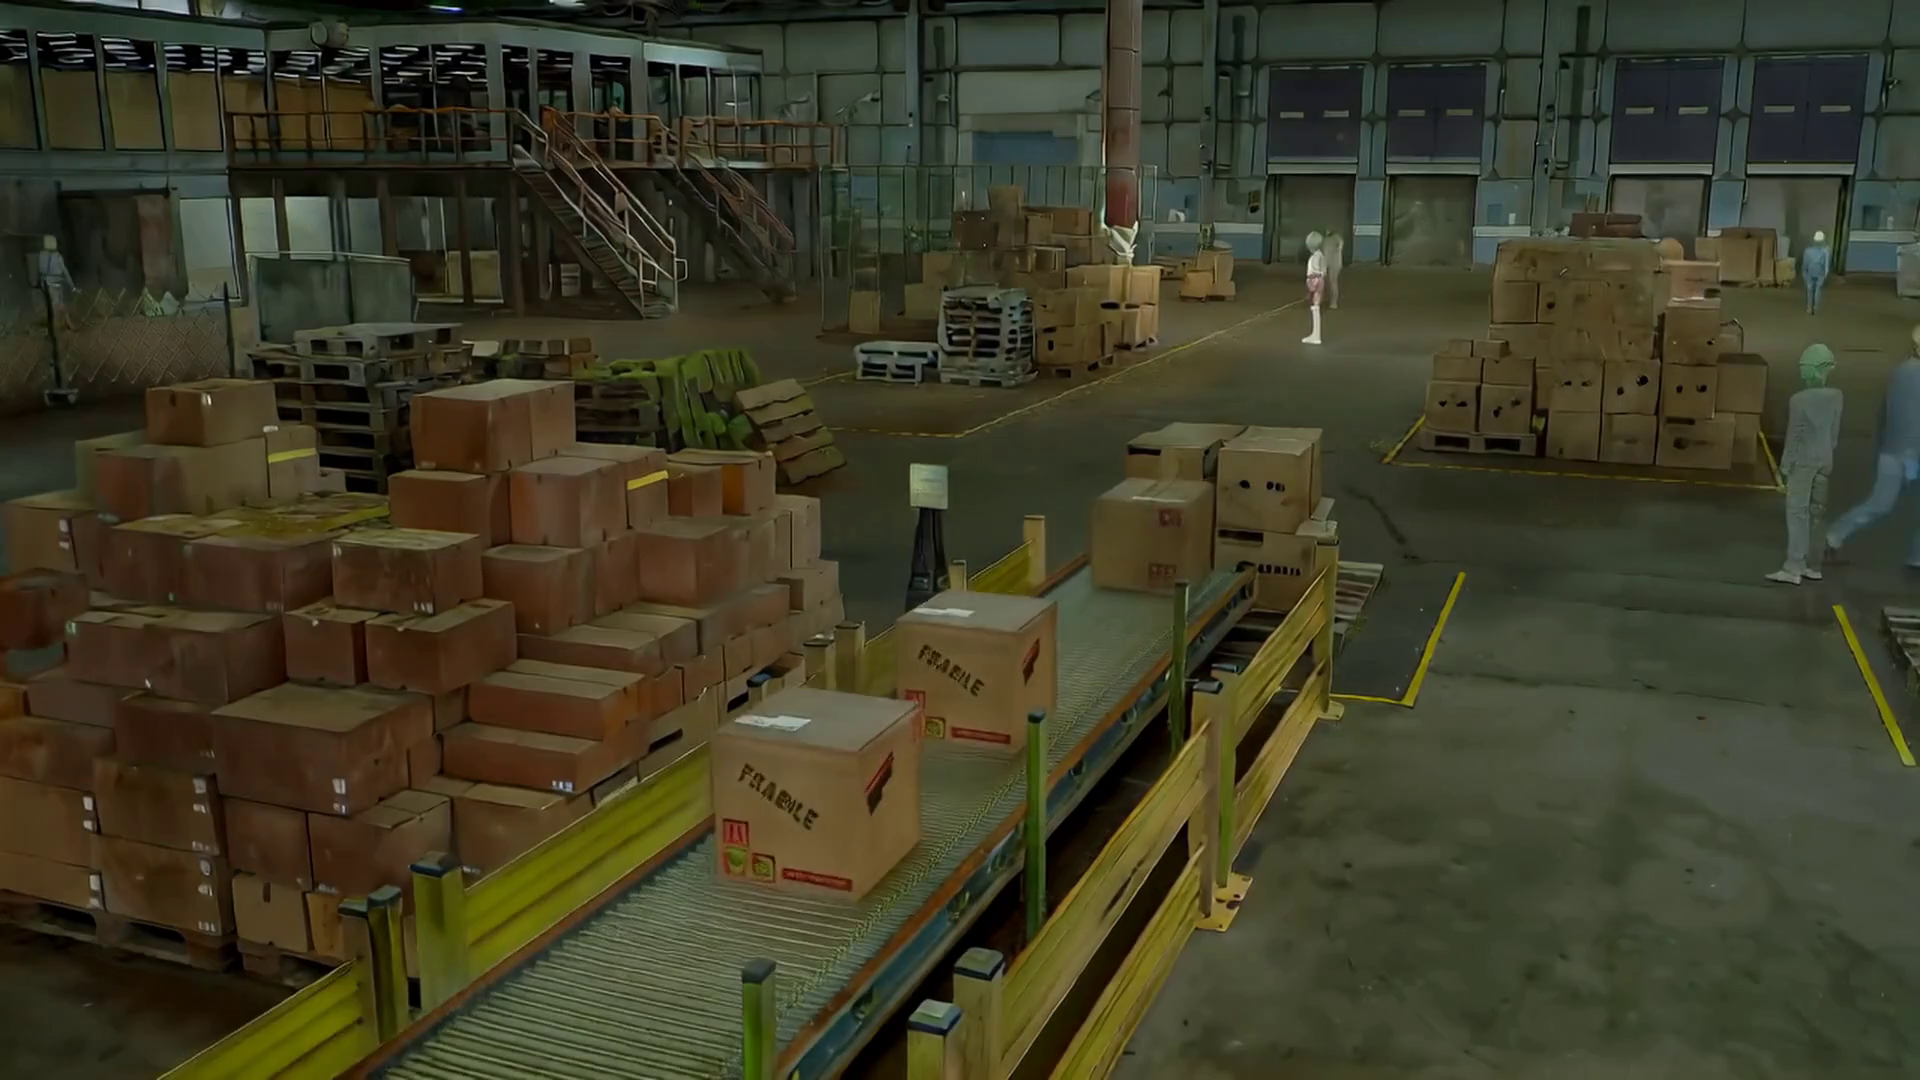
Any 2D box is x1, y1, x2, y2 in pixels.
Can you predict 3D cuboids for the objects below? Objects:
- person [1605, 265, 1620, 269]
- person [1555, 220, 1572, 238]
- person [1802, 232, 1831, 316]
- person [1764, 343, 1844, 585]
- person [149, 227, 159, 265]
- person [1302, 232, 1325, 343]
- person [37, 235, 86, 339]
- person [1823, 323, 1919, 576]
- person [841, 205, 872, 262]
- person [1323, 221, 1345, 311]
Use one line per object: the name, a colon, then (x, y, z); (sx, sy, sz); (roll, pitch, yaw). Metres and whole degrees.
person: (7.715, -2.312, 19.809); (1.010, 1.892, 0.544); (5, 14, 21)
person: (14.126, -6.591, 39.127); (0.443, 1.826, 0.634); (-1, 13, -3)
person: (17.887, -5.569, 34.770); (0.491, 1.724, 0.657); (7, 15, 30)
person: (6.205, -0.555, 12.197); (0.531, 1.768, 0.311); (-6, 14, -25)
person: (-20.446, -7.182, 42.244); (0.502, 1.615, 0.560); (2, 13, 7)
person: (6.208, -4.418, 29.138); (0.357, 1.938, 0.543); (3, 13, 12)
person: (-16.306, -4.599, 30.145); (0.618, 1.836, 0.946); (8, 15, 33)
person: (6.946, -0.685, 12.386); (0.906, 1.952, 0.623); (12, 17, 43)
person: (-3.438, -10.019, 54.414); (1.005, 1.878, 0.591); (2, 13, 10)
person: (8.008, -5.858, 35.664); (0.487, 1.920, 0.629); (-8, 15, -32)
